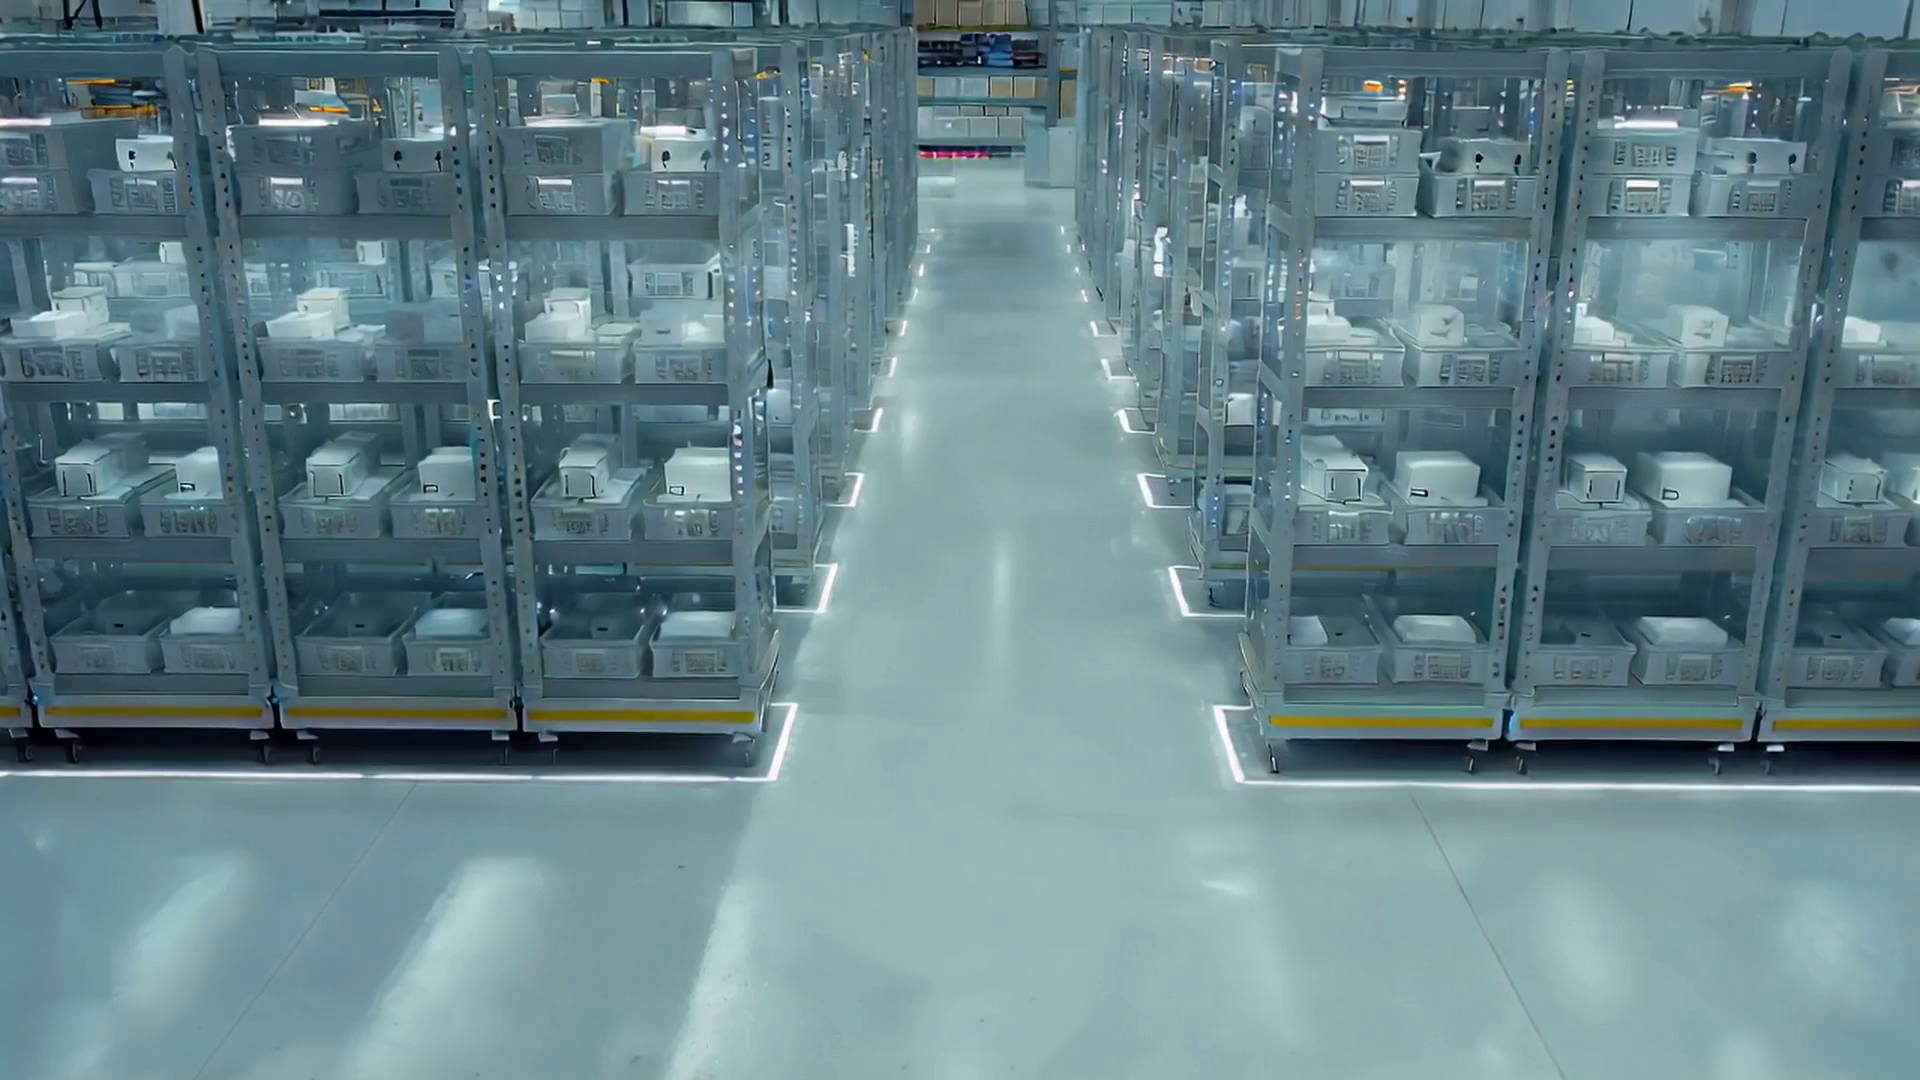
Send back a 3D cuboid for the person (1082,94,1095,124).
[{"bbox_3d":[3.333,-10.498,42.578,0.611,1.985,0.414,-2,18,-6],"label":"person"}]
